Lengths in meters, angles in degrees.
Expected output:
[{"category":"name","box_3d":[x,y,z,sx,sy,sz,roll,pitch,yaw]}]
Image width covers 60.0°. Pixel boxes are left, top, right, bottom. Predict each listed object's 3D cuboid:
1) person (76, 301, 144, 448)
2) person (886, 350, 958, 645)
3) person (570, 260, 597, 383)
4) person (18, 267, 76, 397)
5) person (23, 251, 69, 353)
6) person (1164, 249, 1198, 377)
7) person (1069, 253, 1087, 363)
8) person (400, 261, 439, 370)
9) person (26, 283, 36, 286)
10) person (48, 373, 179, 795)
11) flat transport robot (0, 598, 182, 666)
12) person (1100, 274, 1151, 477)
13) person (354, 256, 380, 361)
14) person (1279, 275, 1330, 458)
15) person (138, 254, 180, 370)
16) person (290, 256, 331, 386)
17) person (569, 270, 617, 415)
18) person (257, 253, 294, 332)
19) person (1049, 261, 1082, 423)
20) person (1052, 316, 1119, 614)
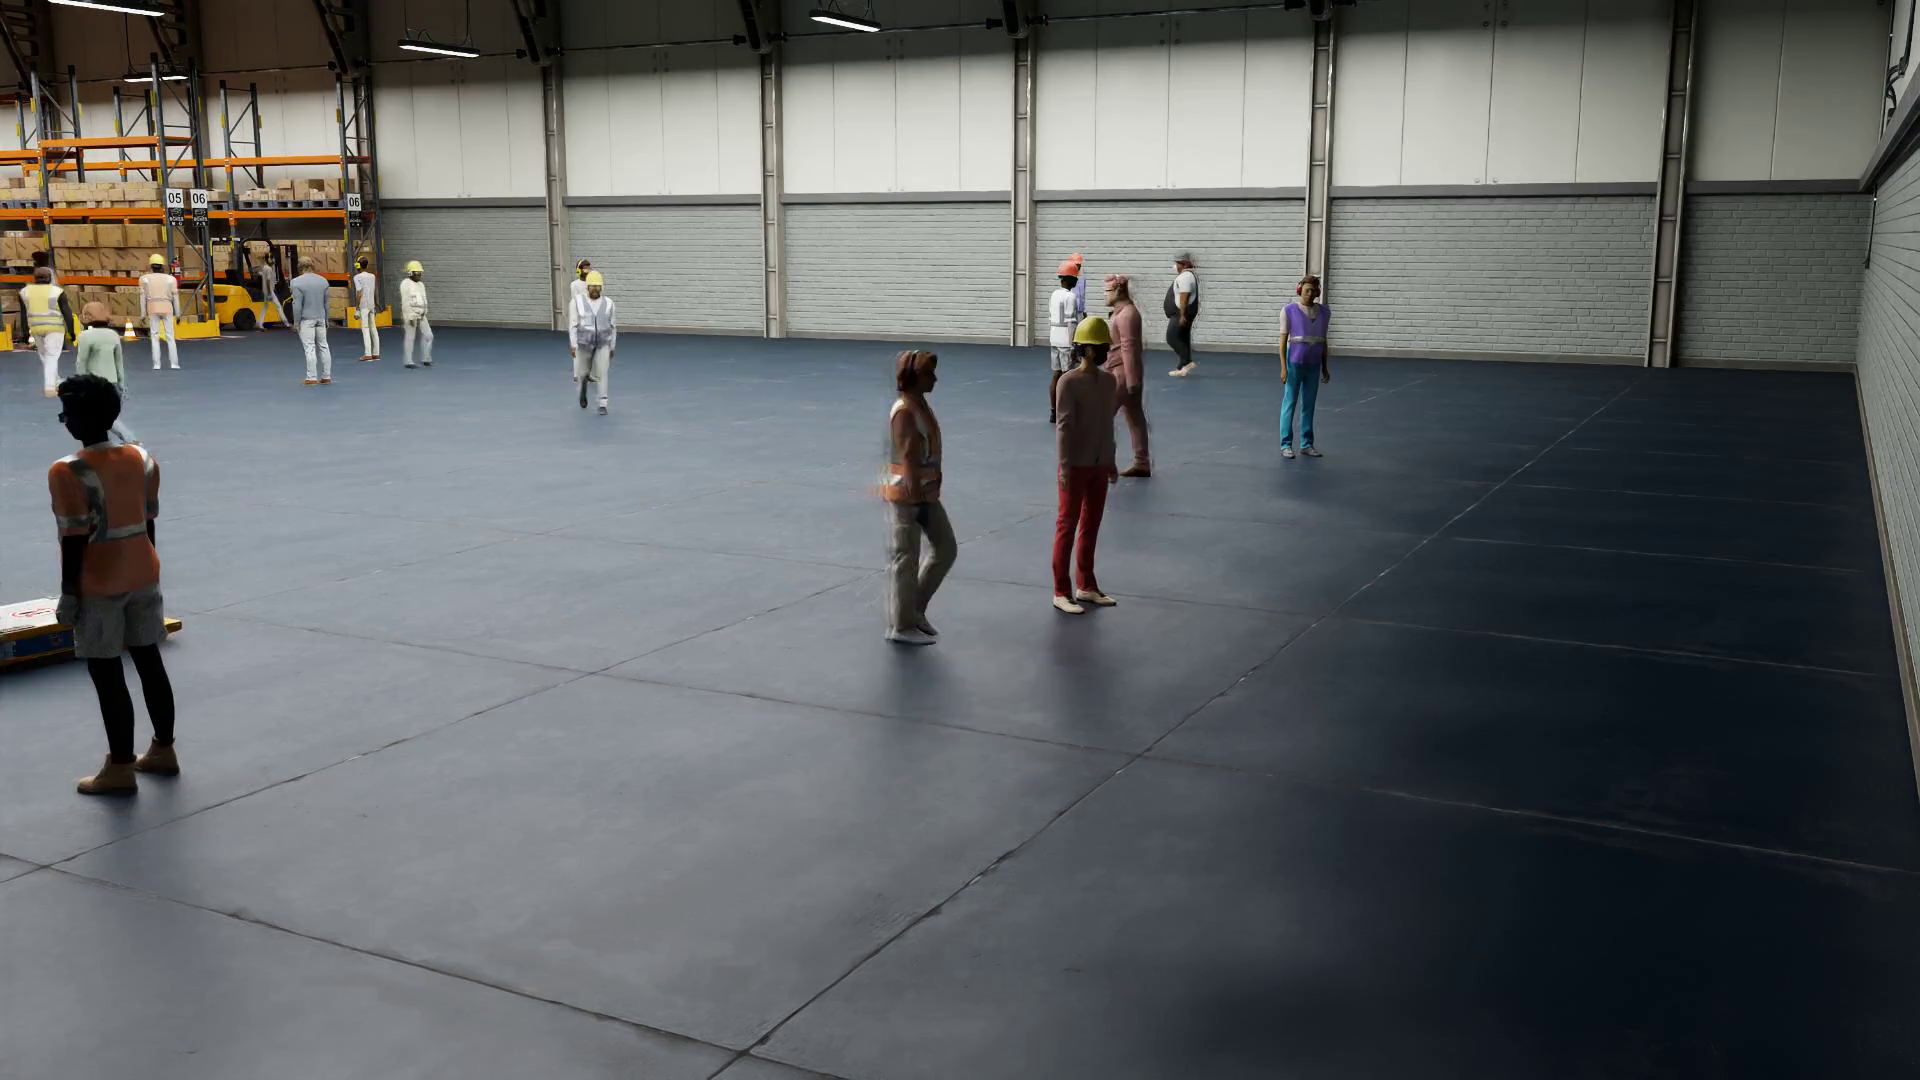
[{"category":"person","box_3d":[-8.350,-1.530,16.275,0.747,1.604,0.501,2,11,12]},{"category":"person","box_3d":[-0.222,-0.216,9.065,0.382,1.626,0.520,3,11,17]},{"category":"person","box_3d":[-5.725,-3.327,25.358,0.309,1.868,0.535,4,11,21]},{"category":"person","box_3d":[-12.764,-2.923,23.356,0.633,1.790,0.981,-1,10,-4]},{"category":"person","box_3d":[-17.575,-4.538,31.796,0.916,1.924,0.710,-3,11,-14]},{"category":"person","box_3d":[3.491,-3.590,26.320,0.536,2.000,0.713,3,11,14]},{"category":"person","box_3d":[2.009,-4.036,29.030,0.551,1.936,0.356,-8,13,-37]},{"category":"person","box_3d":[-9.030,-3.731,27.725,0.666,1.812,0.610,3,11,18]},{"category":"person","box_3d":[-24.766,-6.876,44.581,0.392,1.921,0.585,6,12,28]},{"category":"person","box_3d":[-3.427,0.178,6.710,0.317,1.695,0.540,2,11,13]},{"category":"flat transport robot","box_3d":[-5.005,0.497,8.864,0.652,0.197,1.431,7,12,32]},{"category":"person","box_3d":[1.405,-1.498,15.355,0.819,1.874,0.656,2,11,10]},{"category":"person","box_3d":[-10.637,-4.130,29.730,0.333,1.873,0.520,4,11,22]},{"category":"person","box_3d":[3.476,-1.751,16.843,0.563,1.838,0.391,-4,11,-20]},{"category":"person","box_3d":[-13.360,-3.802,27.790,0.593,1.924,0.386,-5,11,-24]},{"category":"person","box_3d":[-9.664,-3.252,24.766,0.378,1.937,0.629,7,12,32]},{"category":"person","box_3d":[-4.630,-2.493,20.974,0.605,1.813,0.720,-4,11,-22]},{"category":"person","box_3d":[-16.015,-5.774,38.838,0.958,1.825,0.516,-7,13,-34]},{"category":"person","box_3d":[1.263,-2.345,19.810,0.374,1.939,0.545,-4,11,-22]},{"category":"person","box_3d":[0.774,-0.450,9.948,0.331,1.768,0.527,10,14,42]}]
